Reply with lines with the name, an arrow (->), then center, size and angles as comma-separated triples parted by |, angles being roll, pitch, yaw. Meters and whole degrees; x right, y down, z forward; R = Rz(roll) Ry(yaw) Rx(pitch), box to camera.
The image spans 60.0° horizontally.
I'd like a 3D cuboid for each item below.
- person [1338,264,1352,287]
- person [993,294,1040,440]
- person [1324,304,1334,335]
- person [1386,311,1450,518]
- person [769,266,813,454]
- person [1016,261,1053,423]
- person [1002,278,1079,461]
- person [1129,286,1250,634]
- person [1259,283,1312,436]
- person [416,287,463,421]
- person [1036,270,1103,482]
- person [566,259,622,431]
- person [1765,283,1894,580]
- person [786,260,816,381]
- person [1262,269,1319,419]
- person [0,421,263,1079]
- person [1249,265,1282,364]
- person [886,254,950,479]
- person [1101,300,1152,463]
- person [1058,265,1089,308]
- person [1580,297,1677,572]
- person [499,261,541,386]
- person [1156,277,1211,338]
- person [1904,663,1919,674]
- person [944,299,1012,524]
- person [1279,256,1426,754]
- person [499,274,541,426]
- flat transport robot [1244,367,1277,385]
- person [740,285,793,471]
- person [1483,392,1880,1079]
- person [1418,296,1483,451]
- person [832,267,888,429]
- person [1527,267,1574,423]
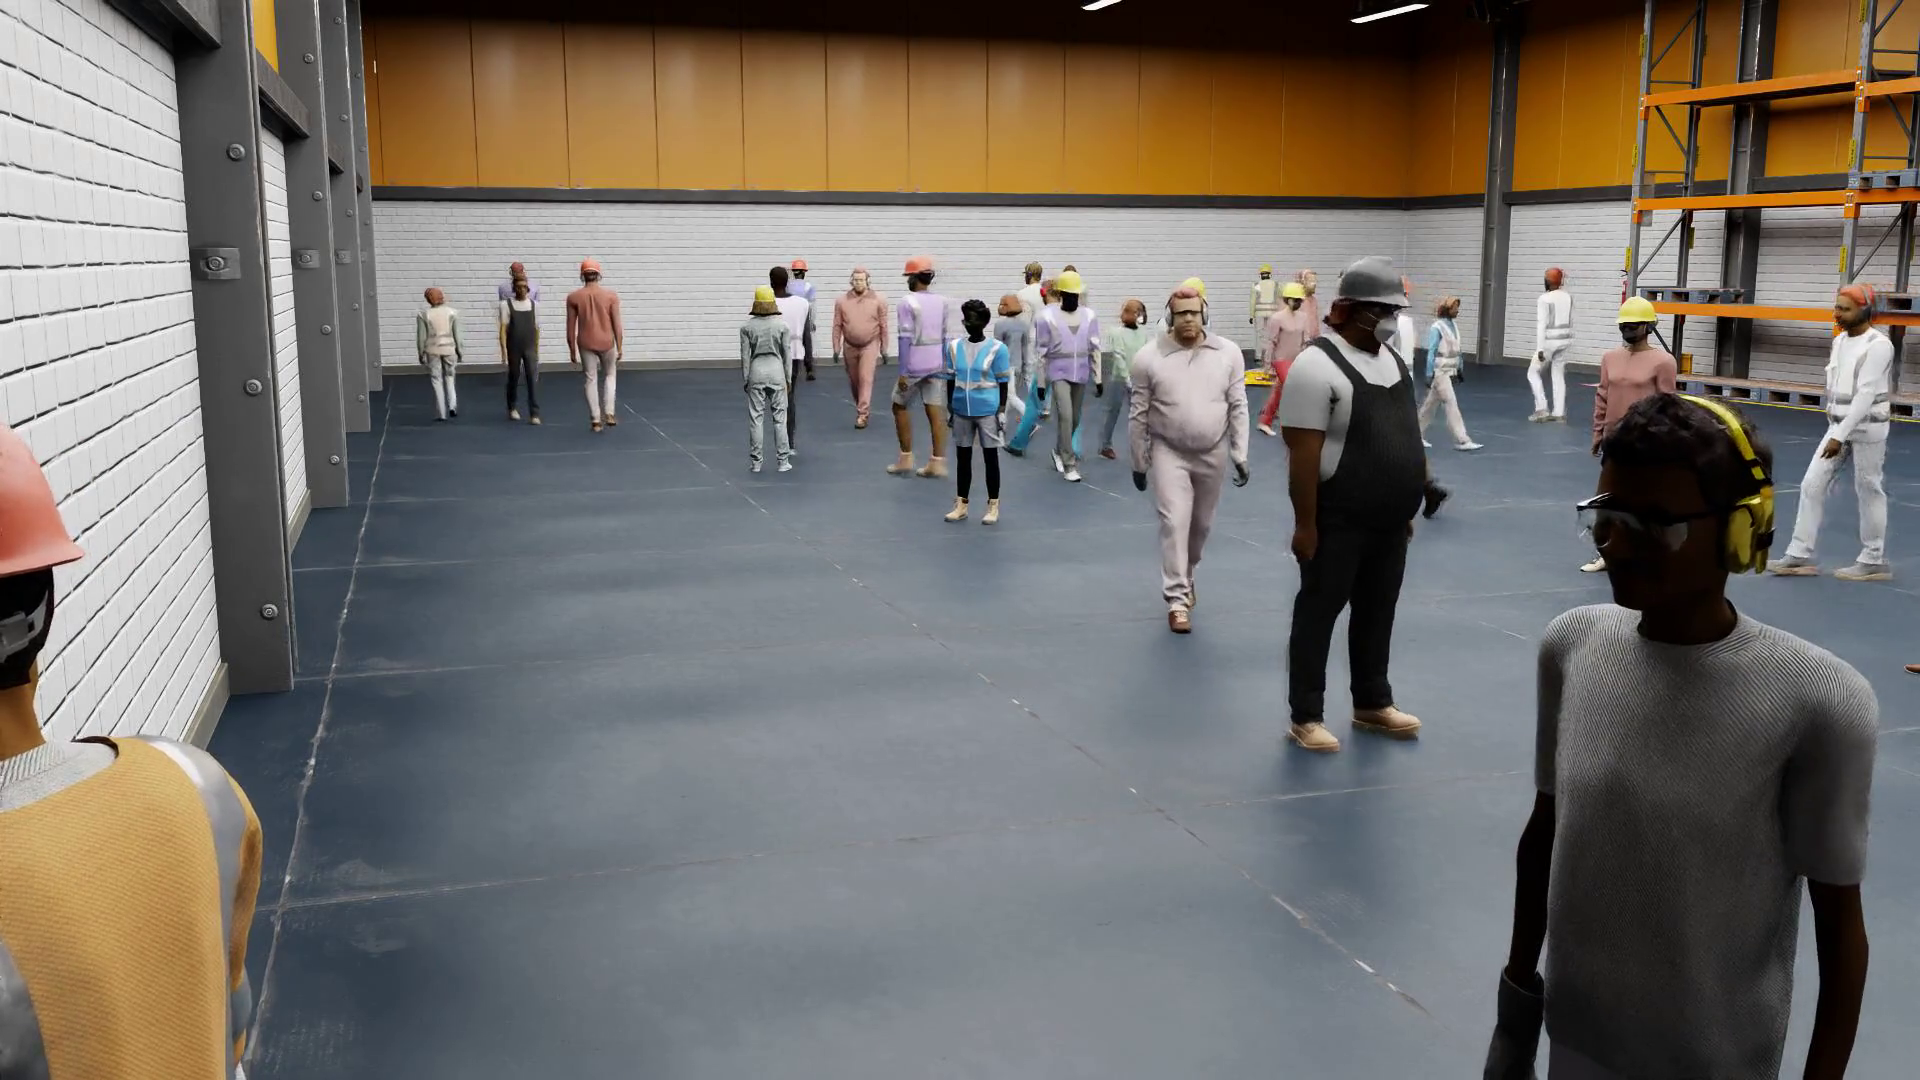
person -> 4.359, -2.166, 18.923 | 0.952, 1.896, 0.638 | 6, 12, 32
person -> 0.581, -1.906, 18.290 | 0.809, 1.602, 0.499 | 7, 12, 37
person -> 3.480, -1.409, 14.446 | 0.659, 1.928, 0.420 | -2, 10, -9
person -> 3.401, -1.124, 12.900 | 0.888, 1.908, 0.554 | 7, 12, 37
person -> -1.849, -1.831, 16.976 | 0.631, 1.898, 0.619 | -7, 12, -34
person -> 0.897, -2.369, 19.994 | 0.372, 1.941, 0.627 | 8, 13, 40
person -> 0.845, -1.691, 16.509 | 0.935, 1.784, 0.605 | 8, 13, 40
person -> 1.265, -0.480, 9.276 | 0.641, 1.869, 0.935 | -1, 10, -6
person -> 3.598, -1.972, 18.346 | 0.507, 1.719, 0.884 | -7, 12, -36
person -> -6.363, -2.272, 20.317 | 0.532, 1.621, 0.412 | -6, 12, -32
person -> 0.961, -1.507, 15.159 | 0.587, 1.892, 0.896 | -4, 10, -21
person -> -4.213, -2.244, 19.182 | 0.637, 1.962, 0.656 | -2, 10, -10
person -> 5.431, -0.651, 10.286 | 0.839, 1.846, 0.579 | -1, 10, -6
person -> -2.564, -3.507, 26.603 | 0.544, 1.933, 0.376 | 1, 10, 3
person -> 4.116, -2.356, 20.210 | 1.055, 1.847, 0.651 | 8, 13, 39
person -> -0.850, 0.824, 1.520 | 0.375, 1.932, 0.549 | 1, 10, 8
person -> 5.624, -4.154, 30.665 | 0.587, 1.822, 0.403 | 0, 10, -2
person -> -0.409, -1.573, 15.135 | 0.646, 2.018, 0.741 | -9, 13, -43
person -> 1.672, -1.544, 16.233 | 0.488, 1.581, 0.841 | -7, 12, -35
person -> 1.773, -3.525, 26.967 | 0.624, 1.845, 0.430 | 1, 10, 6
person -> 4.220, -0.639, 10.477 | 0.313, 1.768, 0.527 | -7, 12, -37
person -> -6.757, -3.307, 25.517 | 0.638, 1.910, 0.407 | -6, 11, -30
person -> 2.030, -1.427, 14.873 | 0.586, 1.823, 0.403 | -6, 12, -33
person -> 4.758, -0.226, 7.788 | 0.325, 1.871, 0.524 | 1, 10, 7
person -> 0.127, -0.964, 12.556 | 0.537, 1.696, 0.321 | 5, 11, 26
person -> 1.652, -0.153, 6.869 | 0.729, 2.000, 0.535 | -8, 13, -40
person -> -5.290, -2.293, 19.977 | 0.524, 1.810, 0.965 | -5, 11, -28
flat transport robot -> 4.869, -2.554, 25.889 | 0.652, 0.197, 1.431 | 6, 11, 30
person -> -1.804, -1.507, 15.564 | 0.487, 1.746, 0.288 | 0, 10, -3
person -> 0.948, 0.727, 2.284 | 0.310, 1.864, 0.534 | -6, 12, -32
person -> 5.052, -1.725, 17.254 | 0.853, 1.588, 0.533 | 8, 13, 39
person -> -1.168, -2.284, 19.684 | 0.657, 1.882, 0.871 | 2, 10, 10
person -> 7.099, -2.331, 19.998 | 0.588, 1.868, 0.523 | -4, 11, -24
